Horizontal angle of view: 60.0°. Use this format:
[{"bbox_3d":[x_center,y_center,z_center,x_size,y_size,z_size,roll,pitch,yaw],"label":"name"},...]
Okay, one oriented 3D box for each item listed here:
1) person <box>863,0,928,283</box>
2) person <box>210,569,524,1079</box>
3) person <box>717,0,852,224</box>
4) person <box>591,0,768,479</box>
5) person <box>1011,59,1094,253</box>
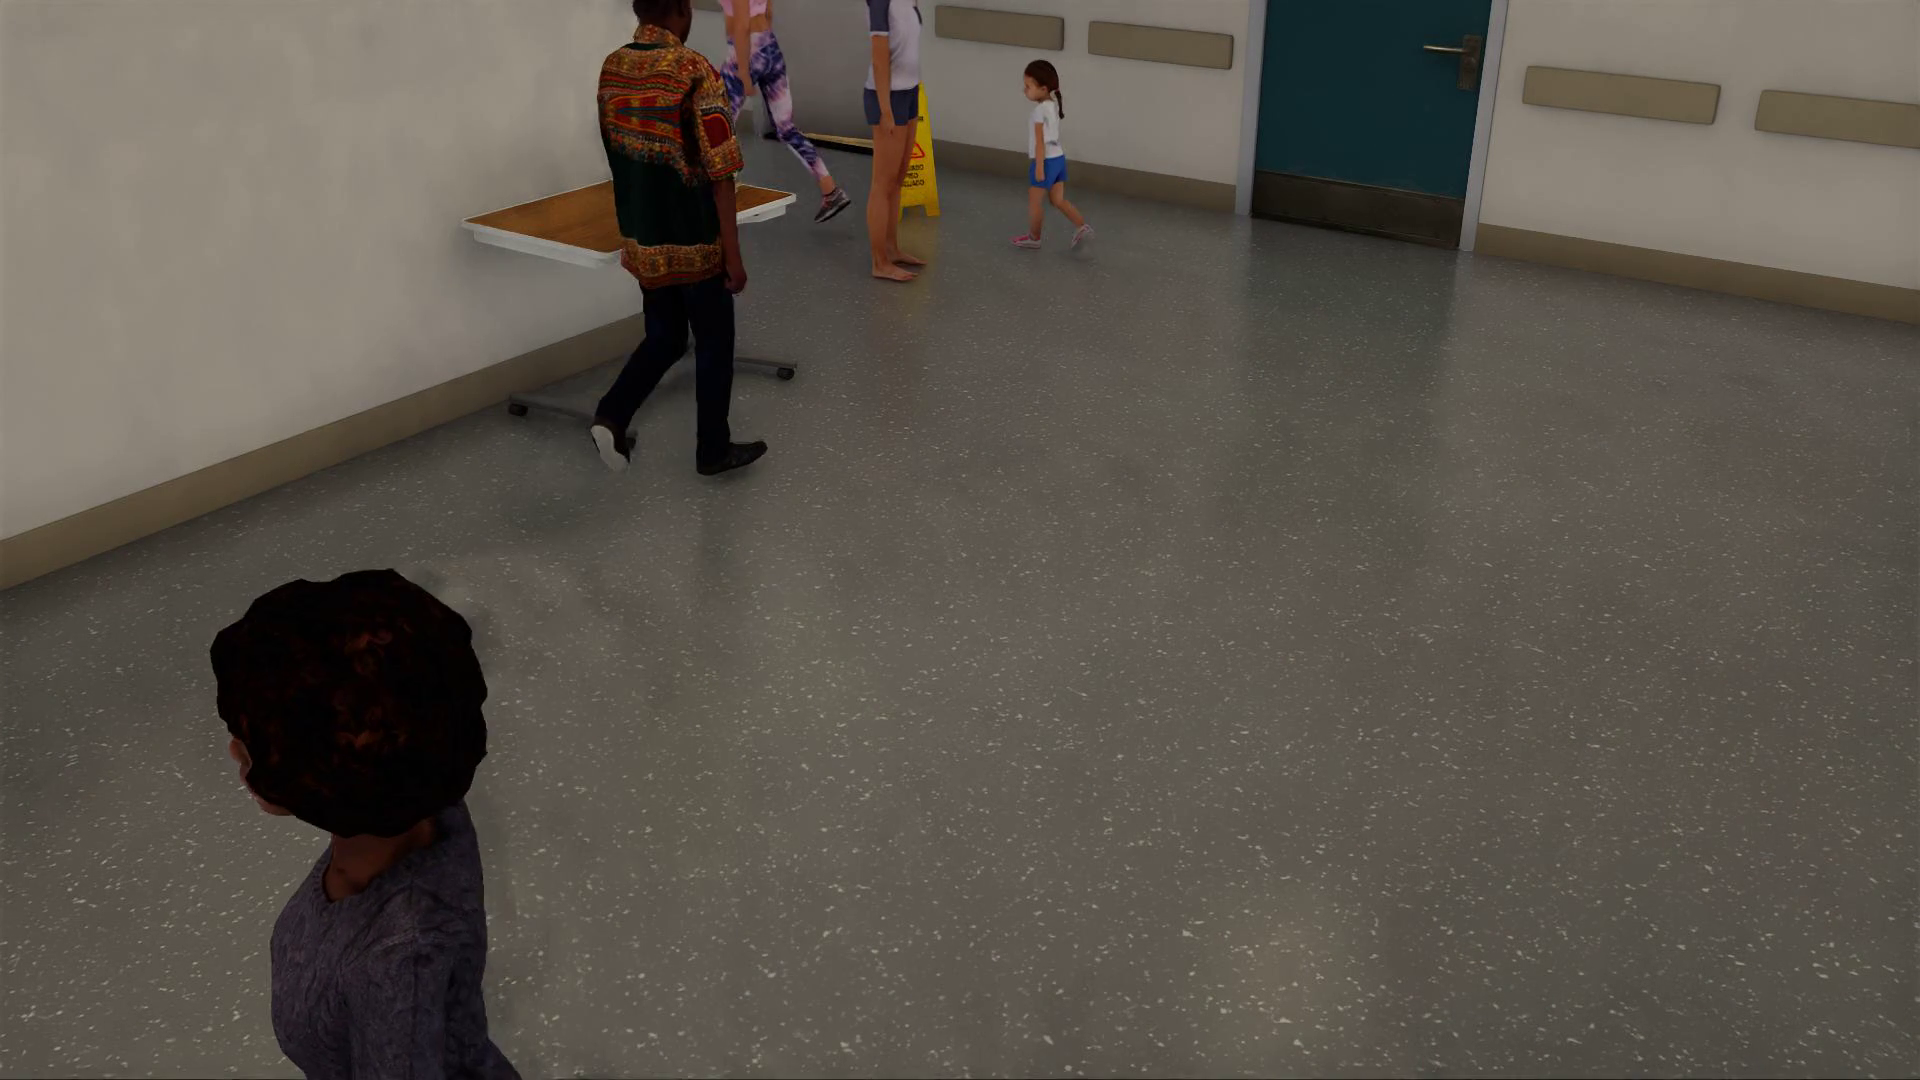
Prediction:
[{"bbox_3d":[-0.333,-2.181,8.249,0.623,1.733,0.647,7,27,14],"label":"person"},{"bbox_3d":[-0.542,0.827,2.091,1.044,1.665,1.097,-10,27,-20],"label":"person"},{"bbox_3d":[-1.023,-2.523,8.961,1.209,1.730,0.702,13,29,25],"label":"person"},{"bbox_3d":[-1.035,-1.013,5.719,0.866,1.787,0.746,19,31,33],"label":"person"},{"bbox_3d":[0.496,-1.984,8.683,0.717,1.001,0.509,12,28,24],"label":"person"}]
